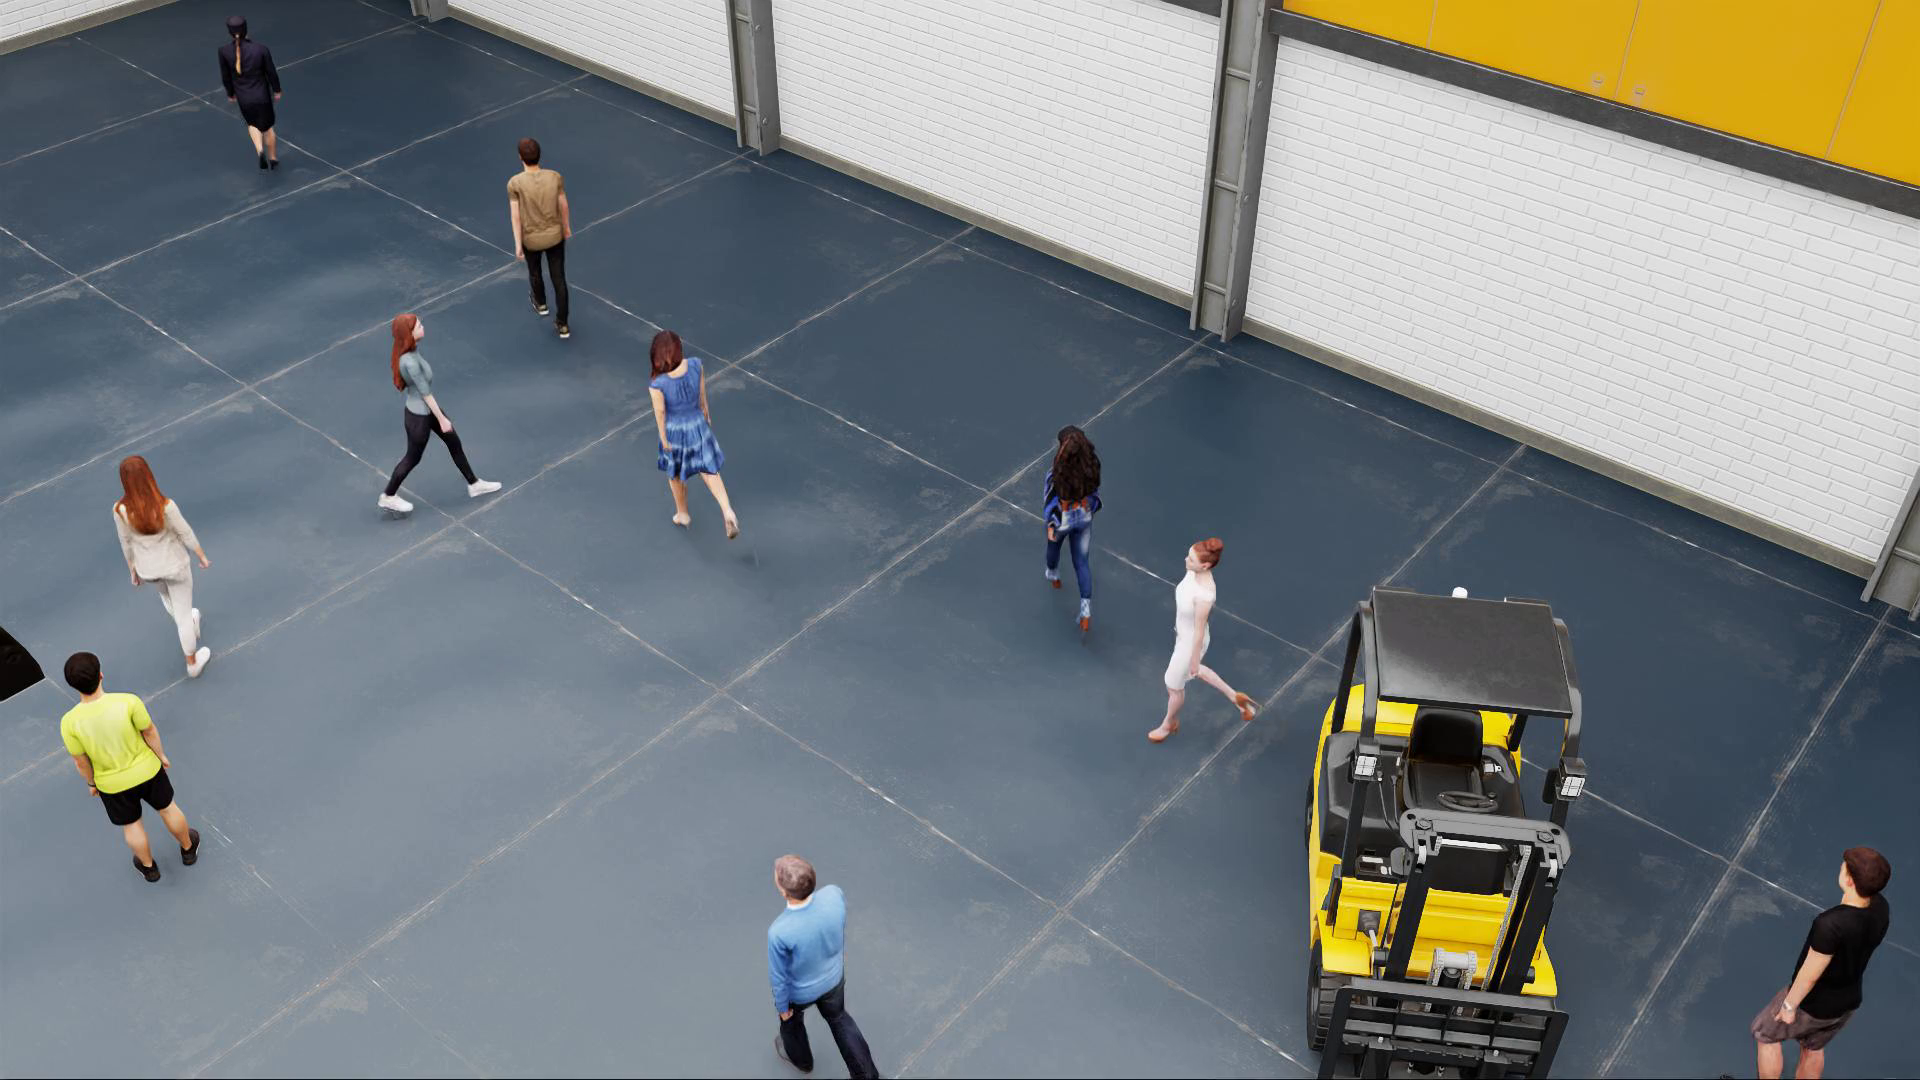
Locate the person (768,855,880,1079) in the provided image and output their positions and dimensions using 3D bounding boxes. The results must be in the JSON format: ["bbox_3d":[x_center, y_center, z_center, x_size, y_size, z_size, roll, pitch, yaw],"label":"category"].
[{"bbox_3d":[-0.723,2.304,8.644,0.784,1.799,1.077,-28,46,-30],"label":"person"}]

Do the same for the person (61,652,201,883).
[{"bbox_3d":[-4.965,1.356,9.905,0.679,1.707,0.642,-21,43,-24],"label":"person"}]

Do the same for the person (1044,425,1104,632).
[{"bbox_3d":[0.819,-0.078,11.802,0.985,1.580,1.144,-10,40,-13],"label":"person"}]

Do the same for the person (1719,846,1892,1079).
[{"bbox_3d":[4.463,2.373,8.536,0.806,1.827,0.825,-21,43,-25],"label":"person"}]

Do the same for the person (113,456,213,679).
[{"bbox_3d":[-5.440,0.241,11.320,0.946,1.684,1.012,-4,39,-5],"label":"person"}]

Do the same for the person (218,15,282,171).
[{"bbox_3d":[-7.407,-4.619,17.420,0.864,1.665,0.909,-9,39,-11],"label":"person"}]

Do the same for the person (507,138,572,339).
[{"bbox_3d":[-3.694,-2.645,14.821,0.981,1.824,1.153,-15,41,-18],"label":"person"}]

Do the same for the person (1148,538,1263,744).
[{"bbox_3d":[1.577,0.673,10.706,1.036,1.775,0.919,1,39,1],"label":"person"}]

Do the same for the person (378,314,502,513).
[{"bbox_3d":[-4.201,-0.906,12.745,1.071,1.697,1.155,-11,40,-13],"label":"person"}]

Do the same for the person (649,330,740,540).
[{"bbox_3d":[-1.998,-0.730,12.454,0.774,1.787,1.048,-28,47,-31],"label":"person"}]
